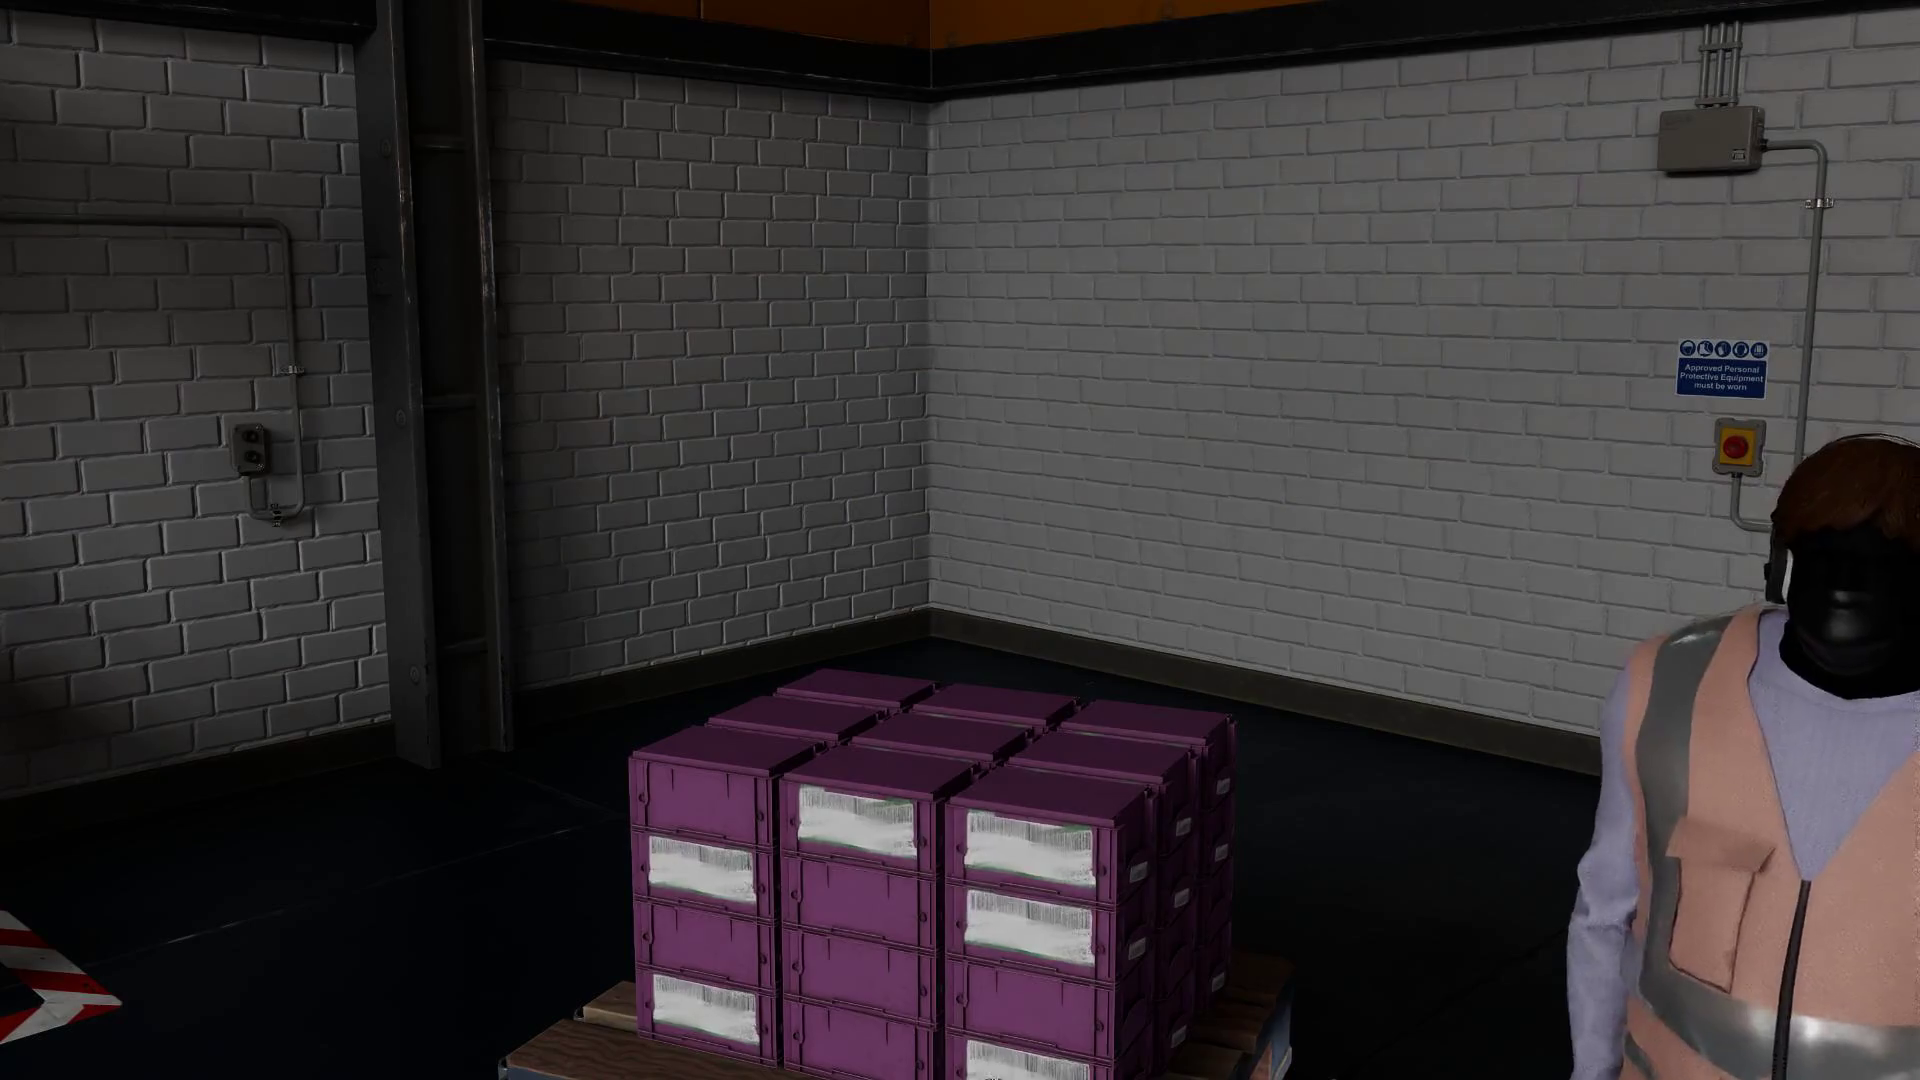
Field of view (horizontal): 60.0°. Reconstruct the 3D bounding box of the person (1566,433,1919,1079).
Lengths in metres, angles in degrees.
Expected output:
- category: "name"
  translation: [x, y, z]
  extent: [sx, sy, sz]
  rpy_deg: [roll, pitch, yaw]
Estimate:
- category: "person"
  translation: [1.073, 0.774, 2.102]
  extent: [0.651, 1.829, 0.441]
  rpy_deg: [7, 12, 37]
